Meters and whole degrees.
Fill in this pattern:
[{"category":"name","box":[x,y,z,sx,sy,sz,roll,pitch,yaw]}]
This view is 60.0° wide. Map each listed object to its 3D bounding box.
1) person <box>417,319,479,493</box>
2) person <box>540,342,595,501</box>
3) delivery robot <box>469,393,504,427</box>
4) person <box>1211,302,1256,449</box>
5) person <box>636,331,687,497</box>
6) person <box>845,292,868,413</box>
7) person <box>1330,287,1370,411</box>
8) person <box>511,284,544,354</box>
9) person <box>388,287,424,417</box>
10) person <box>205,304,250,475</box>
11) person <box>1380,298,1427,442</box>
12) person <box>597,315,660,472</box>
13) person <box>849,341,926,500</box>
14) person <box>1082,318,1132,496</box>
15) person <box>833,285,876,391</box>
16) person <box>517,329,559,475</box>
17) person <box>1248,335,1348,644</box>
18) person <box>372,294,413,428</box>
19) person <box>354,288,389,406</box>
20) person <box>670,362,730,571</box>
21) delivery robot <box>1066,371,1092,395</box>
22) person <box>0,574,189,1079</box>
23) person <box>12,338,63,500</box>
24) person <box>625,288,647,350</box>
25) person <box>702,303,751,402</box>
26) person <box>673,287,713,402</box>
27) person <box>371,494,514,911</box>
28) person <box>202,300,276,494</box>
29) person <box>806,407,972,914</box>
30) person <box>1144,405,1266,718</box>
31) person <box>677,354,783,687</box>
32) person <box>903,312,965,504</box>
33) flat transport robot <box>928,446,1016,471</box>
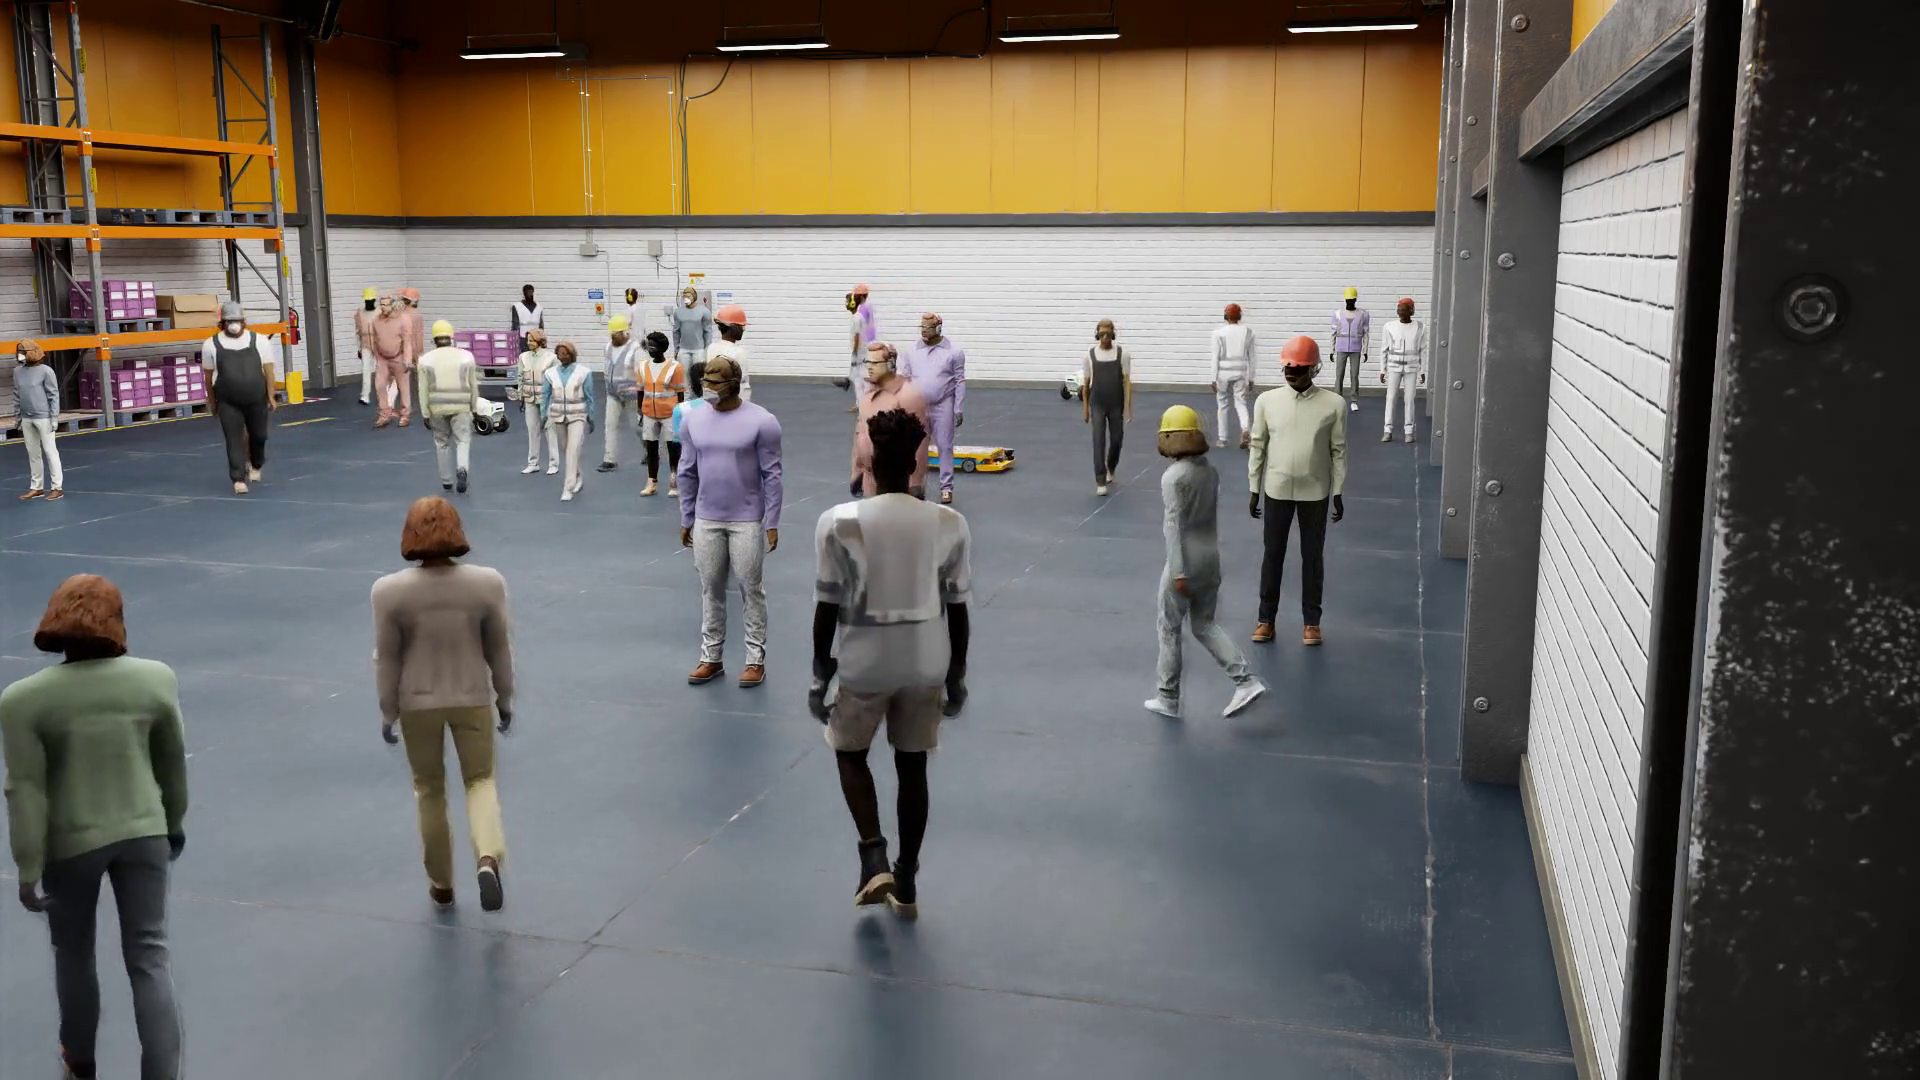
[{"category":"person","box":[-5.250,-1.360,17.097,0.598,1.816,0.694,-3,11,-18]},{"category":"person","box":[-4.002,-1.234,17.018,0.527,1.598,0.875,1,10,6]},{"category":"delivery robot","box":[-6.611,-1.773,22.729,0.707,0.478,0.477,3,10,15]},{"category":"person","box":[3.457,-2.054,20.926,0.587,1.860,0.824,-1,10,-7]},{"category":"person","box":[-3.050,-1.278,16.947,0.540,1.698,0.318,3,10,15]},{"category":"person","box":[-1.529,-2.870,25.524,0.452,1.859,0.505,-1,10,-4]},{"category":"person","box":[6.055,-2.967,25.876,0.594,1.924,0.383,3,10,15]},{"category":"person","box":[-7.638,-3.555,29.313,0.547,1.900,0.594,10,14,44]},{"category":"person","box":[-8.294,-2.817,24.968,0.611,1.958,0.995,5,11,26]},{"category":"person","box":[-8.104,-1.660,18.486,0.544,1.917,0.500,5,11,26]},{"category":"person","box":[5.783,-2.210,21.712,0.583,1.881,0.337,3,10,15]},{"category":"person","box":[-3.817,-1.696,19.078,0.607,1.790,0.905,5,11,27]},{"category":"person","box":[-0.542,-0.451,11.734,0.429,1.890,0.676,-7,12,-36]},{"category":"person","box":[1.522,-1.397,17.292,0.523,1.828,0.762,0,10,2]},{"category":"person","box":[-1.720,-3.534,29.231,1.011,1.873,0.552,0,10,-2]},{"category":"person","box":[-4.712,-1.547,18.653,0.522,1.636,0.311,3,10,15]},{"category":"person","box":[2.159,-0.315,10.668,0.621,1.990,0.391,3,10,15]},{"category":"person","box":[-8.006,-2.508,23.384,0.656,1.877,0.725,1,10,8]},{"category":"person","box":[-9.464,-3.105,26.812,0.608,1.869,0.996,0,10,-2]},{"category":"person","box":[-1.919,-0.530,12.772,0.532,1.669,0.692,-7,12,-35]},{"category":"delivery robot","box":[2.107,-2.658,27.740,0.707,0.478,0.477,-8,13,-38]},{"category":"person","box":[-2.537,0.899,4.919,0.527,1.585,0.789,-9,13,-40]},{"category":"person","box":[-9.322,-1.216,16.787,0.507,1.632,0.268,3,10,15]},{"category":"person","box":[-5.579,-3.456,28.906,0.835,1.836,0.574,3,10,16]},{"category":"person","box":[-2.063,-1.116,15.063,0.391,2.040,0.614,-9,13,-42]},{"category":"person","box":[-4.111,-2.917,25.554,0.634,1.937,0.355,3,10,15]},{"category":"person","box":[-1.938,0.644,6.288,0.505,1.622,0.527,-4,11,-21]},{"category":"person","box":[-7.574,-1.546,17.506,0.686,2.000,0.908,-6,11,-29]},{"category":"person","box":[-0.269,0.475,6.311,0.645,1.949,0.431,-3,10,-15]},{"category":"person","box":[1.309,0.135,8.925,0.492,1.704,0.671,-9,13,-41]},{"category":"person","box":[-1.337,-0.109,9.663,0.634,1.935,0.350,3,10,15]},{"category":"person","box":[-0.279,-1.307,16.536,0.651,1.904,0.401,3,10,15]},{"category":"flat transport robot","box":[-0.128,-0.952,19.148,1.431,0.197,0.652,3,10,15]}]
